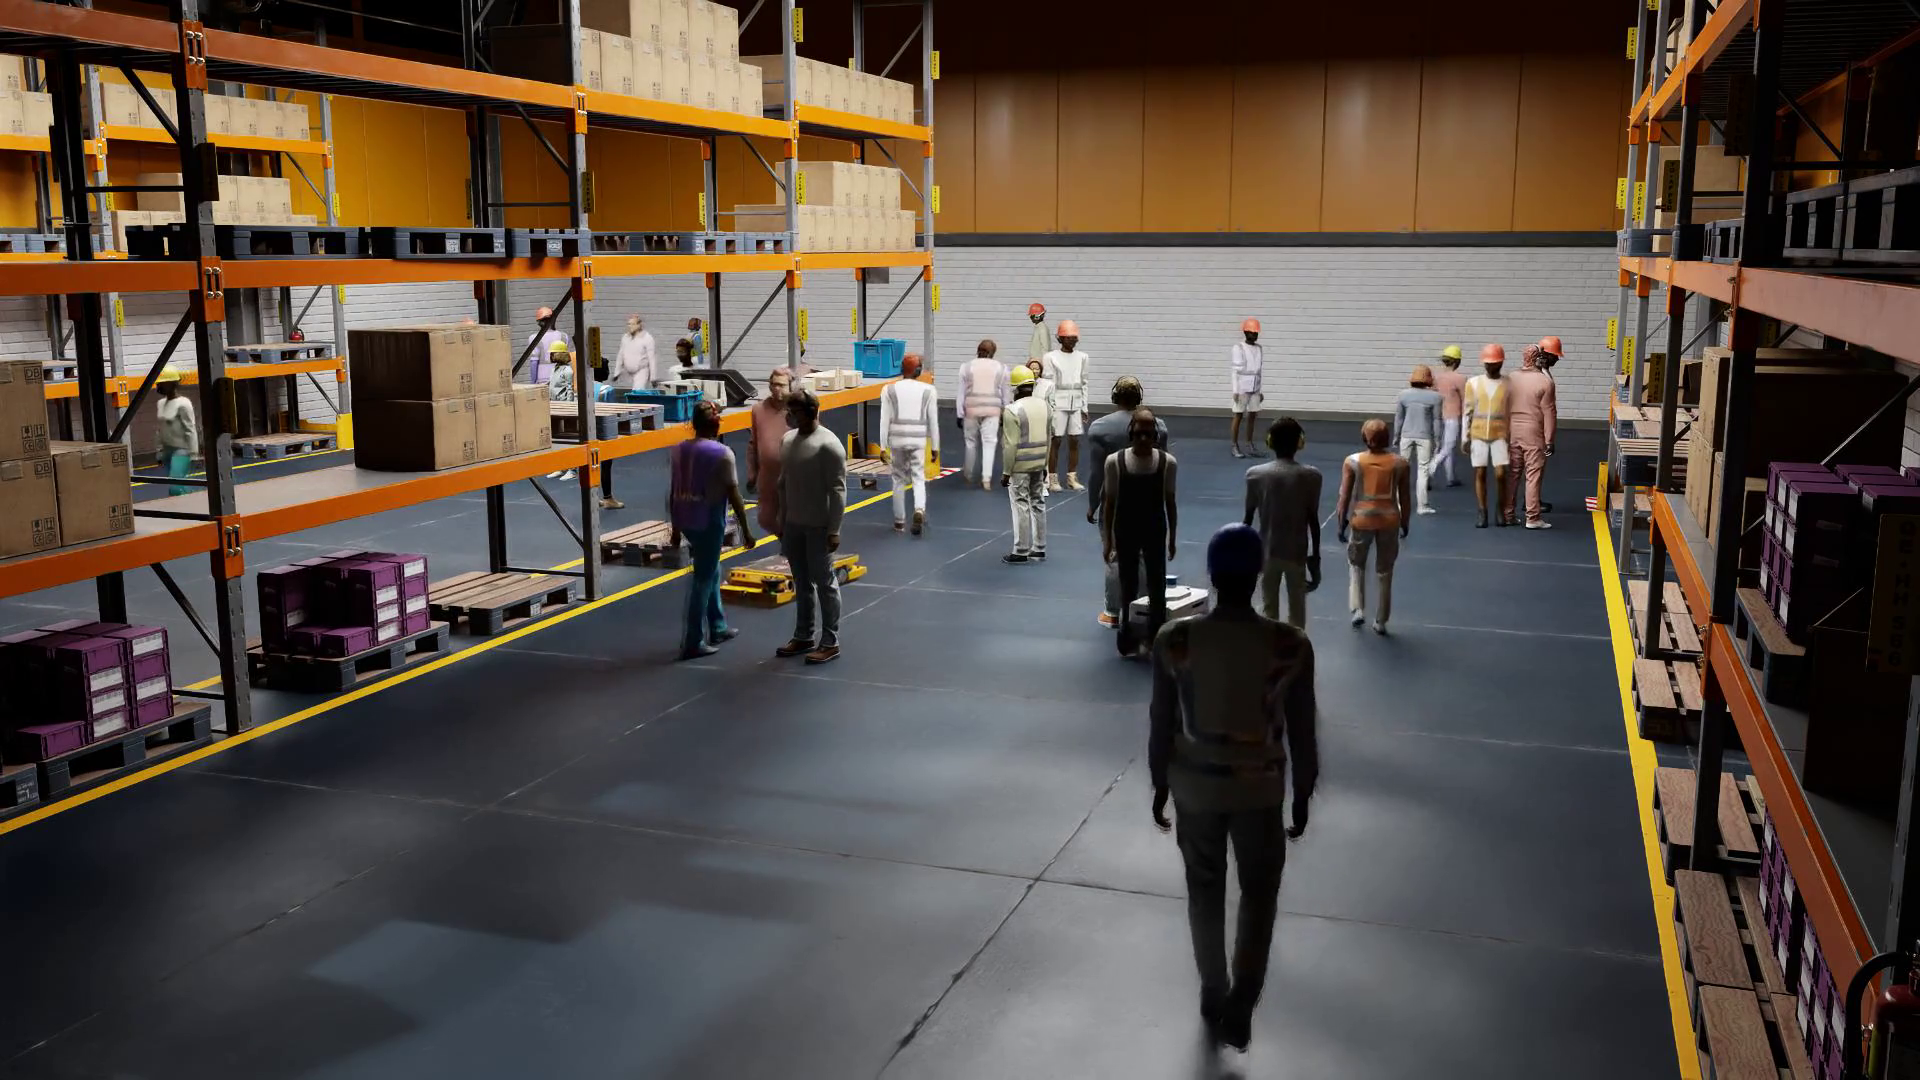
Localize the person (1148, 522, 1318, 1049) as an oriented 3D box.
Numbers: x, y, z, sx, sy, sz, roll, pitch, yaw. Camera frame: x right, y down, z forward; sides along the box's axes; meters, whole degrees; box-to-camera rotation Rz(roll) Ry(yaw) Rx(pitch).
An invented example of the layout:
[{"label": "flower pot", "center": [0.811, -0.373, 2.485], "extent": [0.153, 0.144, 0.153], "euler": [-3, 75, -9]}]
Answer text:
[{"label": "person", "center": [0.987, 0.898, 6.091], "extent": [0.622, 1.924, 0.734], "euler": [2, 10, 14]}]

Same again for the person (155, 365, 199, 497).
[{"label": "person", "center": [-7.712, -0.839, 16.339], "extent": [0.544, 1.753, 0.384], "euler": [8, 13, 37]}]

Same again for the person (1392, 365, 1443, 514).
[{"label": "person", "center": [5.008, -1.096, 18.186], "extent": [0.551, 1.622, 0.438], "euler": [5, 11, 28]}]

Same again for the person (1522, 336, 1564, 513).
[{"label": "person", "center": [6.400, -1.268, 18.282], "extent": [0.369, 1.929, 0.542], "euler": [5, 11, 26]}]

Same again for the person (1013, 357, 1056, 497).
[{"label": "person", "center": [0.864, -1.306, 19.337], "extent": [0.509, 1.629, 0.315], "euler": [-1, 10, -5]}]

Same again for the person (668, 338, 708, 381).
[{"label": "person", "center": [-3.146, -1.403, 19.245], "extent": [0.570, 1.855, 0.399], "euler": [3, 10, 14]}]

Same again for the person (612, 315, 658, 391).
[{"label": "person", "center": [-5.010, -2.531, 25.615], "extent": [0.660, 1.852, 1.011], "euler": [8, 13, 37]}]

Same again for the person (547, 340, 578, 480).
[{"label": "person", "center": [-4.983, -1.617, 20.767], "extent": [0.294, 1.744, 0.487], "euler": [-9, 13, -40]}]

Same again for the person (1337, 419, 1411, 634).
[{"label": "person", "center": [3.129, -0.101, 12.574], "extent": [0.552, 1.621, 0.408], "euler": [1, 10, 8]}]

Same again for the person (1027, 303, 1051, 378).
[{"label": "person", "center": [1.278, -2.833, 26.926], "extent": [0.401, 1.986, 0.612], "euler": [-1, 10, -6]}]

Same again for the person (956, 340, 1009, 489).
[{"label": "person", "center": [0.275, -1.522, 20.157], "extent": [0.651, 1.779, 0.972], "euler": [0, 10, -1]}]

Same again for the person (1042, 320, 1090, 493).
[{"label": "person", "center": [1.279, -1.570, 19.702], "extent": [0.638, 2.038, 0.436], "euler": [-5, 11, -25]}]

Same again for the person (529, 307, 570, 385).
[{"label": "person", "center": [-5.915, -2.330, 23.943], "extent": [0.604, 2.042, 0.381], "euler": [-8, 13, -38]}]

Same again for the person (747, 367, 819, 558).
[{"label": "person", "center": [-1.524, -0.575, 14.487], "extent": [0.656, 1.886, 0.670], "euler": [4, 11, 24]}]

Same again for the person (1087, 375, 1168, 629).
[{"label": "person", "center": [1.273, -0.288, 12.727], "extent": [0.634, 1.937, 0.355], "euler": [-2, 10, -11]}]

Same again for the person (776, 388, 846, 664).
[{"label": "person", "center": [-1.050, -0.102, 11.687], "extent": [0.353, 1.936, 0.633], "euler": [-10, 14, -43]}]

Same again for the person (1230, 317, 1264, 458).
[{"label": "person", "center": [3.969, -2.086, 22.869], "extent": [0.550, 1.934, 0.373], "euler": [-6, 12, -31]}]

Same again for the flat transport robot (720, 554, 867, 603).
[{"label": "flat transport robot", "center": [-1.436, 0.289, 14.177], "extent": [0.652, 0.197, 1.431], "euler": [5, 11, 27]}]

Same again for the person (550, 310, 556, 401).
[{"label": "person", "center": [-6.141, -2.500, 25.111], "extent": [0.361, 1.962, 0.613], "euler": [-5, 11, -27]}]

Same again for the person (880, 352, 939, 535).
[{"label": "person", "center": [-0.506, -0.960, 16.750], "extent": [0.602, 1.864, 0.779], "euler": [-1, 10, -6]}]

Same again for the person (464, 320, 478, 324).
[{"label": "person", "center": [-6.675, -2.064, 22.801], "extent": [0.548, 1.916, 0.747], "euler": [-6, 12, -30]}]

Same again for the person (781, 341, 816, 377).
[{"label": "person", "center": [-2.049, -1.657, 20.932], "extent": [0.533, 1.765, 0.329], "euler": [3, 11, 19]}]

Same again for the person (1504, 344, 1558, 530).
[{"label": "person", "center": [5.889, -1.065, 17.197], "extent": [0.403, 1.906, 0.651], "euler": [-7, 12, -35]}]

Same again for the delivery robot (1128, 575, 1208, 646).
[{"label": "delivery robot", "center": [1.500, 0.498, 11.934], "extent": [0.477, 0.478, 0.707], "euler": [6, 12, 32]}]

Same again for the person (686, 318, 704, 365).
[{"label": "person", "center": [-4.708, -3.129, 29.578], "extent": [0.308, 1.638, 0.511], "euler": [-7, 12, -33]}]

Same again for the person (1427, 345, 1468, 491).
[{"label": "person", "center": [5.816, -1.464, 19.928], "extent": [0.809, 1.734, 0.525], "euler": [-5, 11, -28]}]

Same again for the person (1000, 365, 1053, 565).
[{"label": "person", "center": [0.587, -0.685, 15.270], "extent": [0.403, 1.828, 0.598], "euler": [10, 14, 43]}]

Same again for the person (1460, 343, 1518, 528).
[{"label": "person", "center": [5.468, -1.072, 17.183], "extent": [0.558, 1.920, 0.388], "euler": [4, 11, 23]}]

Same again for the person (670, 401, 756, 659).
[{"label": "person", "center": [-1.746, -0.086, 11.951], "extent": [0.592, 1.813, 0.816], "euler": [9, 13, 40]}]

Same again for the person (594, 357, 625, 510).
[{"label": "person", "center": [-3.995, -1.183, 18.444], "extent": [0.535, 1.699, 0.321], "euler": [7, 12, 36]}]

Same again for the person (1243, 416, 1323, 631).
[{"label": "person", "center": [2.090, 0.110, 10.803], "extent": [0.536, 1.822, 0.926], "euler": [3, 10, 16]}]

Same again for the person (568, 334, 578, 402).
[{"label": "person", "center": [-5.424, -2.126, 23.775], "extent": [0.580, 1.694, 0.317], "euler": [-2, 10, -11]}]

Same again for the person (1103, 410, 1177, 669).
[{"label": "person", "center": [1.244, -0.006, 11.531], "extent": [0.505, 1.801, 0.734], "euler": [1, 10, 7]}]
